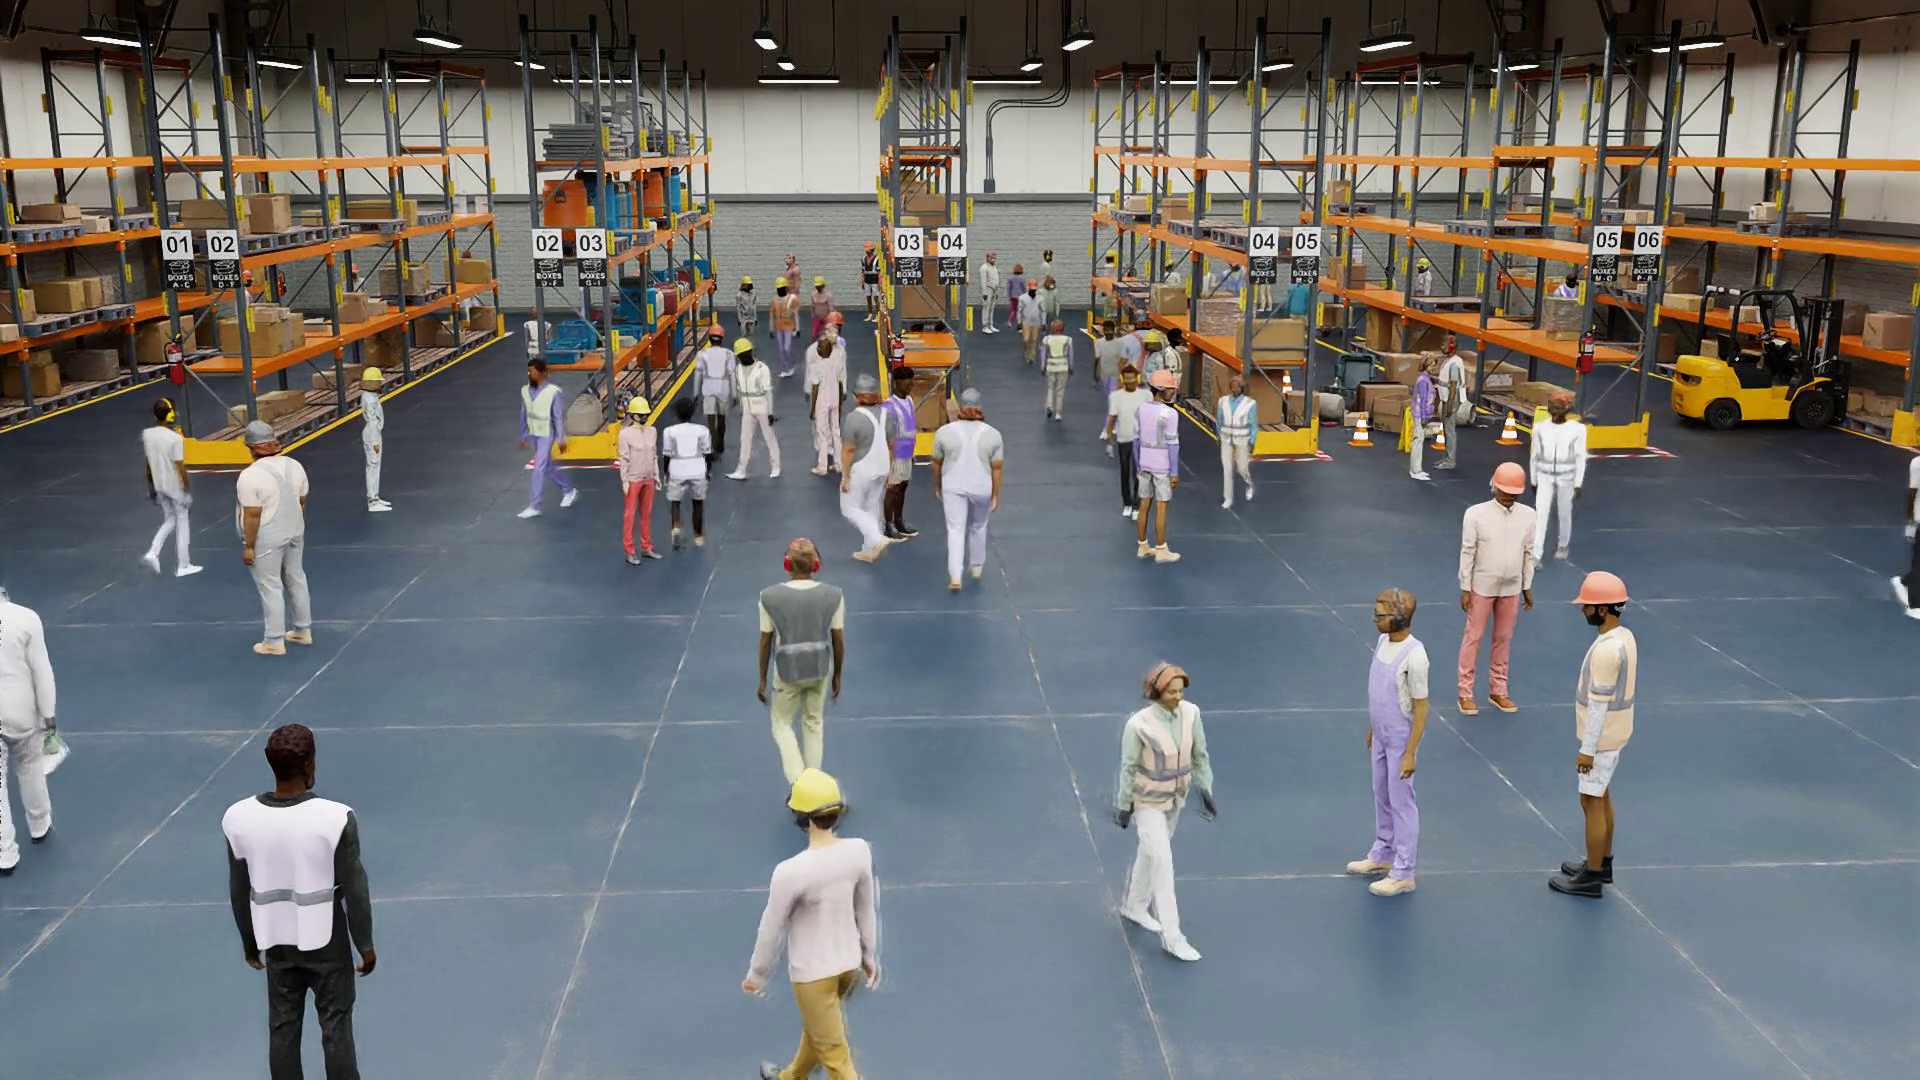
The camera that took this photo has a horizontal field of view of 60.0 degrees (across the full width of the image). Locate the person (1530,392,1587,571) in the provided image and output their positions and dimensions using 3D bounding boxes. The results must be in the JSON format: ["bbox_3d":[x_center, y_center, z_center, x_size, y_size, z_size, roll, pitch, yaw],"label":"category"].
[{"bbox_3d":[6.241,-0.638,17.406,0.576,1.844,0.978,7,15,28],"label":"person"}]

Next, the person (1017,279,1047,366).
[{"bbox_3d":[1.456,-4.363,33.394,0.597,1.728,0.620,-2,13,-10],"label":"person"}]

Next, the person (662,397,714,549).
[{"bbox_3d":[-2.940,-0.696,18.011,0.562,1.679,0.598,-2,14,-10],"label":"person"}]

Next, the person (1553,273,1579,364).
[{"bbox_3d":[12.336,-4.491,33.722,0.633,1.839,0.429,-2,13,-9],"label":"person"}]

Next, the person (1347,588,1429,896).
[{"bbox_3d":[2.536,1.169,9.738,0.326,1.841,0.514,-3,14,-12],"label":"person"}]

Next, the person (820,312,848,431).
[{"bbox_3d":[-1.861,-2.439,24.846,0.546,1.928,0.384,12,18,42],"label":"person"}]

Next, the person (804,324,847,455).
[{"bbox_3d":[-1.933,-2.152,23.765,0.702,1.867,0.620,-9,16,-34],"label":"person"}]

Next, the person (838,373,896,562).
[{"bbox_3d":[-0.972,-0.734,17.376,0.668,2.000,0.684,11,17,39],"label":"person"}]

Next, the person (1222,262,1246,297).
[{"bbox_3d":[6.074,-5.298,36.785,0.607,2.013,0.422,-4,14,-15],"label":"person"}]

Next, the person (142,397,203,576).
[{"bbox_3d":[-8.040,-0.515,16.854,0.543,1.852,0.536,5,14,19],"label":"person"}]

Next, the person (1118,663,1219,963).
[{"bbox_3d":[1.162,1.460,9.027,0.514,1.602,0.799,-10,17,-38],"label":"person"}]

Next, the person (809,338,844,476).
[{"bbox_3d":[-1.789,-1.785,22.247,0.507,1.847,0.345,-11,17,-39],"label":"person"}]

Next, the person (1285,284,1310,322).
[{"bbox_3d":[7.355,-4.965,35.980,0.584,1.717,0.372,6,14,23],"label":"person"}]

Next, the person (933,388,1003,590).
[{"bbox_3d":[0.081,-0.543,16.570,0.693,2.000,1.019,0,13,-1],"label":"person"}]

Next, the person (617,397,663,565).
[{"bbox_3d":[-3.365,-0.633,17.537,0.320,1.769,0.523,10,17,36],"label":"person"}]

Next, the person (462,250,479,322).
[{"bbox_3d":[-11.940,-6.109,40.481,0.337,1.883,0.584,9,16,34],"label":"person"}]

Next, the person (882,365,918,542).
[{"bbox_3d":[-0.666,-0.975,18.560,0.364,1.962,0.611,6,14,22],"label":"person"}]

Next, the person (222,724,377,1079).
[{"bbox_3d":[-2.841,1.725,7.223,0.596,1.918,0.384,1,13,4],"label":"person"}]

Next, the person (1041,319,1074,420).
[{"bbox_3d":[1.575,-2.742,26.762,0.529,1.621,0.385,2,13,10],"label":"person"}]

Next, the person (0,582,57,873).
[{"bbox_3d":[-5.910,1.046,10.218,0.653,1.860,0.899,-7,15,-26],"label":"person"}]

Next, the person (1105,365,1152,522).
[{"bbox_3d":[1.982,-1.123,19.462,0.567,1.826,0.911,2,13,9],"label":"person"}]

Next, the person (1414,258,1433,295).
[{"bbox_3d":[10.690,-5.590,38.428,0.404,1.824,0.586,0,13,-2],"label":"person"}]

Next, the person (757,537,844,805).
[{"bbox_3d":[-1.051,0.885,10.976,0.589,1.822,0.441,-4,14,-18],"label":"person"}]

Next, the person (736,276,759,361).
[{"bbox_3d":[-4.352,-4.516,34.031,0.491,1.746,0.285,-13,18,-43],"label":"person"}]

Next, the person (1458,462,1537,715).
[{"bbox_3d":[4.139,0.370,12.820,0.609,1.984,0.398,-2,13,-9],"label":"person"}]

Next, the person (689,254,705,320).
[{"bbox_3d":[-6.432,-6.087,40.639,0.317,1.769,0.522,7,15,26],"label":"person"}]

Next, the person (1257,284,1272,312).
[{"bbox_3d":[8.172,-6.927,44.509,0.507,1.624,0.285,-8,16,-31],"label":"person"}]

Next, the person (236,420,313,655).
[{"bbox_3d":[-5.992,-0.035,14.417,0.535,2.000,0.687,5,14,22],"label":"person"}]

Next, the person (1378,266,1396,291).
[{"bbox_3d":[9.717,-5.387,37.834,0.321,1.692,0.529,-8,15,-29],"label":"person"}]

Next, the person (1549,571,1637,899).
[{"bbox_3d":[3.726,1.128,9.747,0.390,1.925,0.549,8,15,29],"label":"person"}]

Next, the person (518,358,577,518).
[{"bbox_3d":[-4.984,-1.257,19.952,0.606,1.881,0.964,9,16,33],"label":"person"}]
